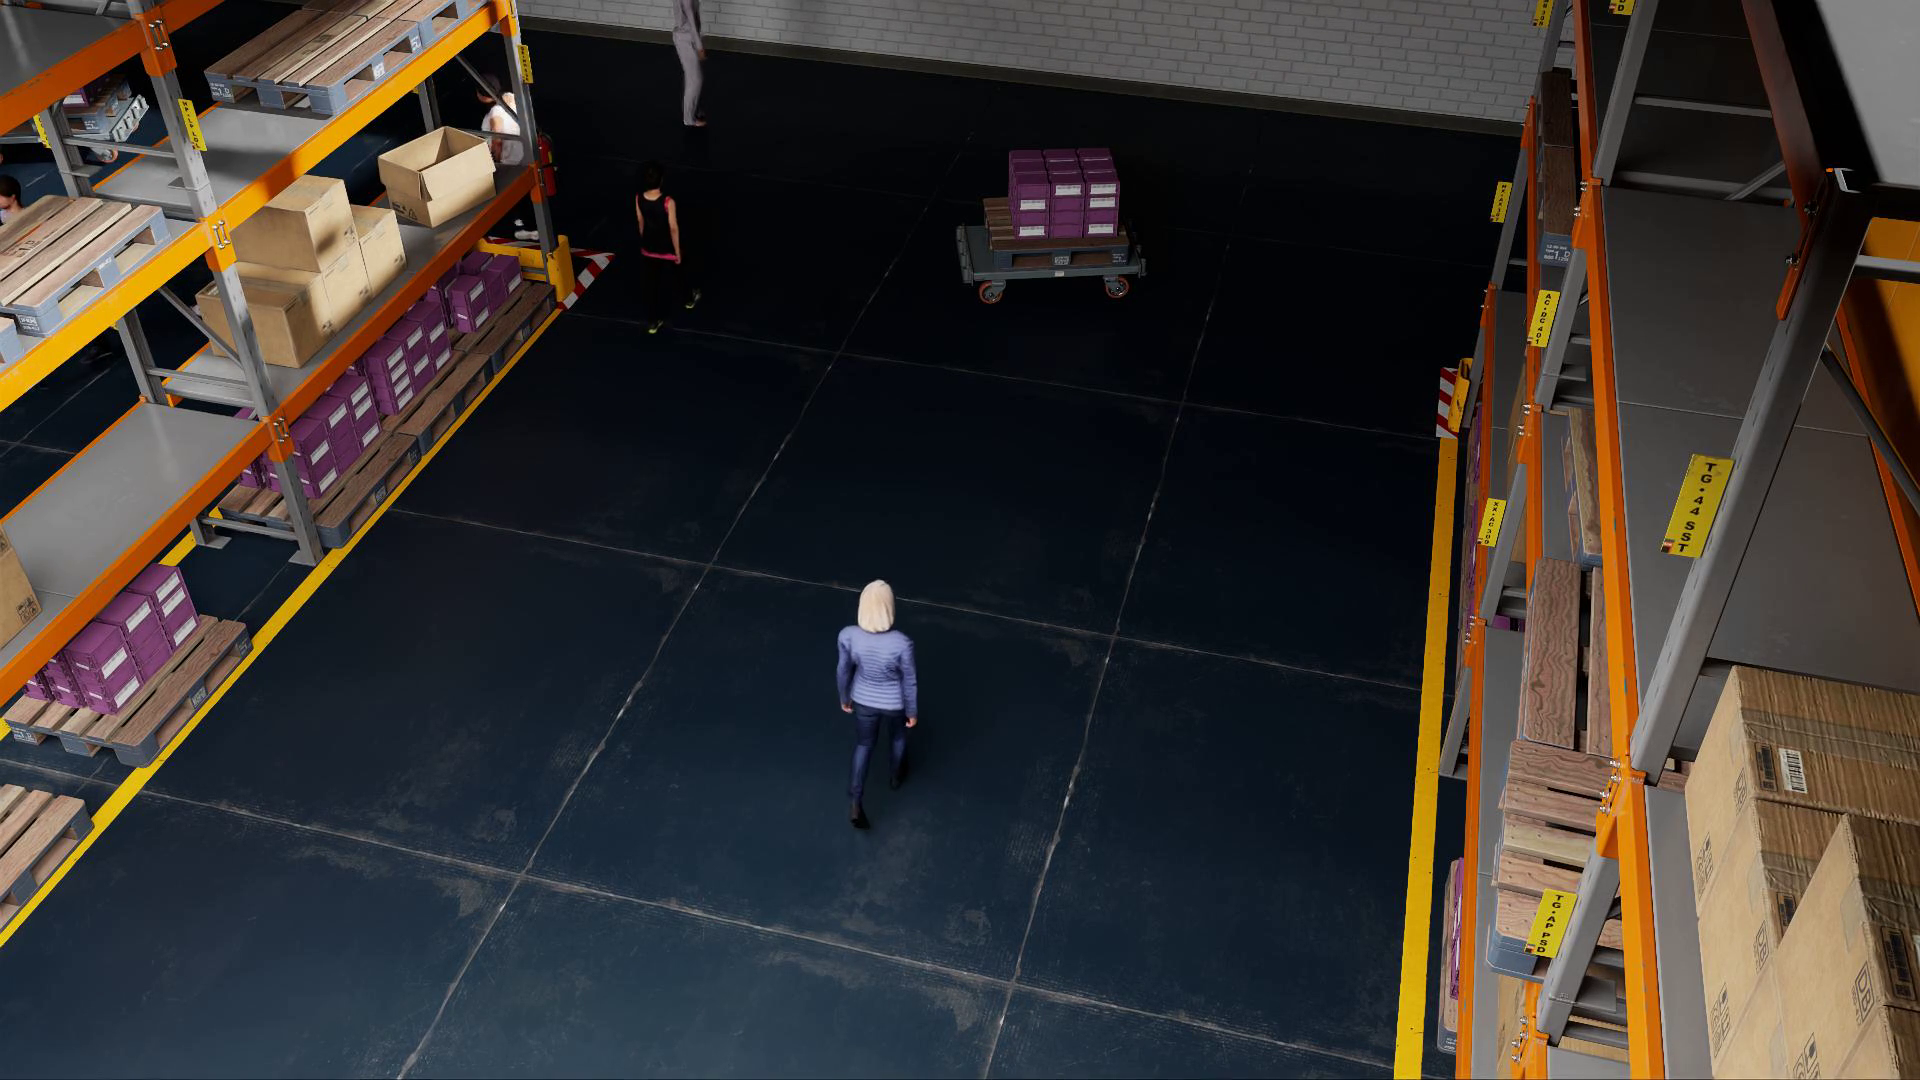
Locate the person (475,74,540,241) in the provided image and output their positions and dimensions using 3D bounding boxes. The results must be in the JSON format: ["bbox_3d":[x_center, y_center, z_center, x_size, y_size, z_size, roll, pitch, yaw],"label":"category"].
[{"bbox_3d":[-4.122,-3.541,15.473,0.781,1.665,0.614,5,39,7],"label":"person"}]

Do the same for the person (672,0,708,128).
[{"bbox_3d":[-2.867,-5.259,17.542,0.768,1.767,0.686,-23,44,-26],"label":"person"}]

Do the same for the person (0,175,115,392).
[{"bbox_3d":[-7.432,-2.174,13.652,0.986,1.802,1.234,28,46,30],"label":"person"}]

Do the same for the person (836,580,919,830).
[{"bbox_3d":[-0.485,0.977,9.766,0.651,1.727,0.990,9,39,11],"label":"person"}]

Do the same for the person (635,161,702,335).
[{"bbox_3d":[-2.603,-2.488,14.273,0.555,1.516,0.928,10,40,12],"label":"person"}]
